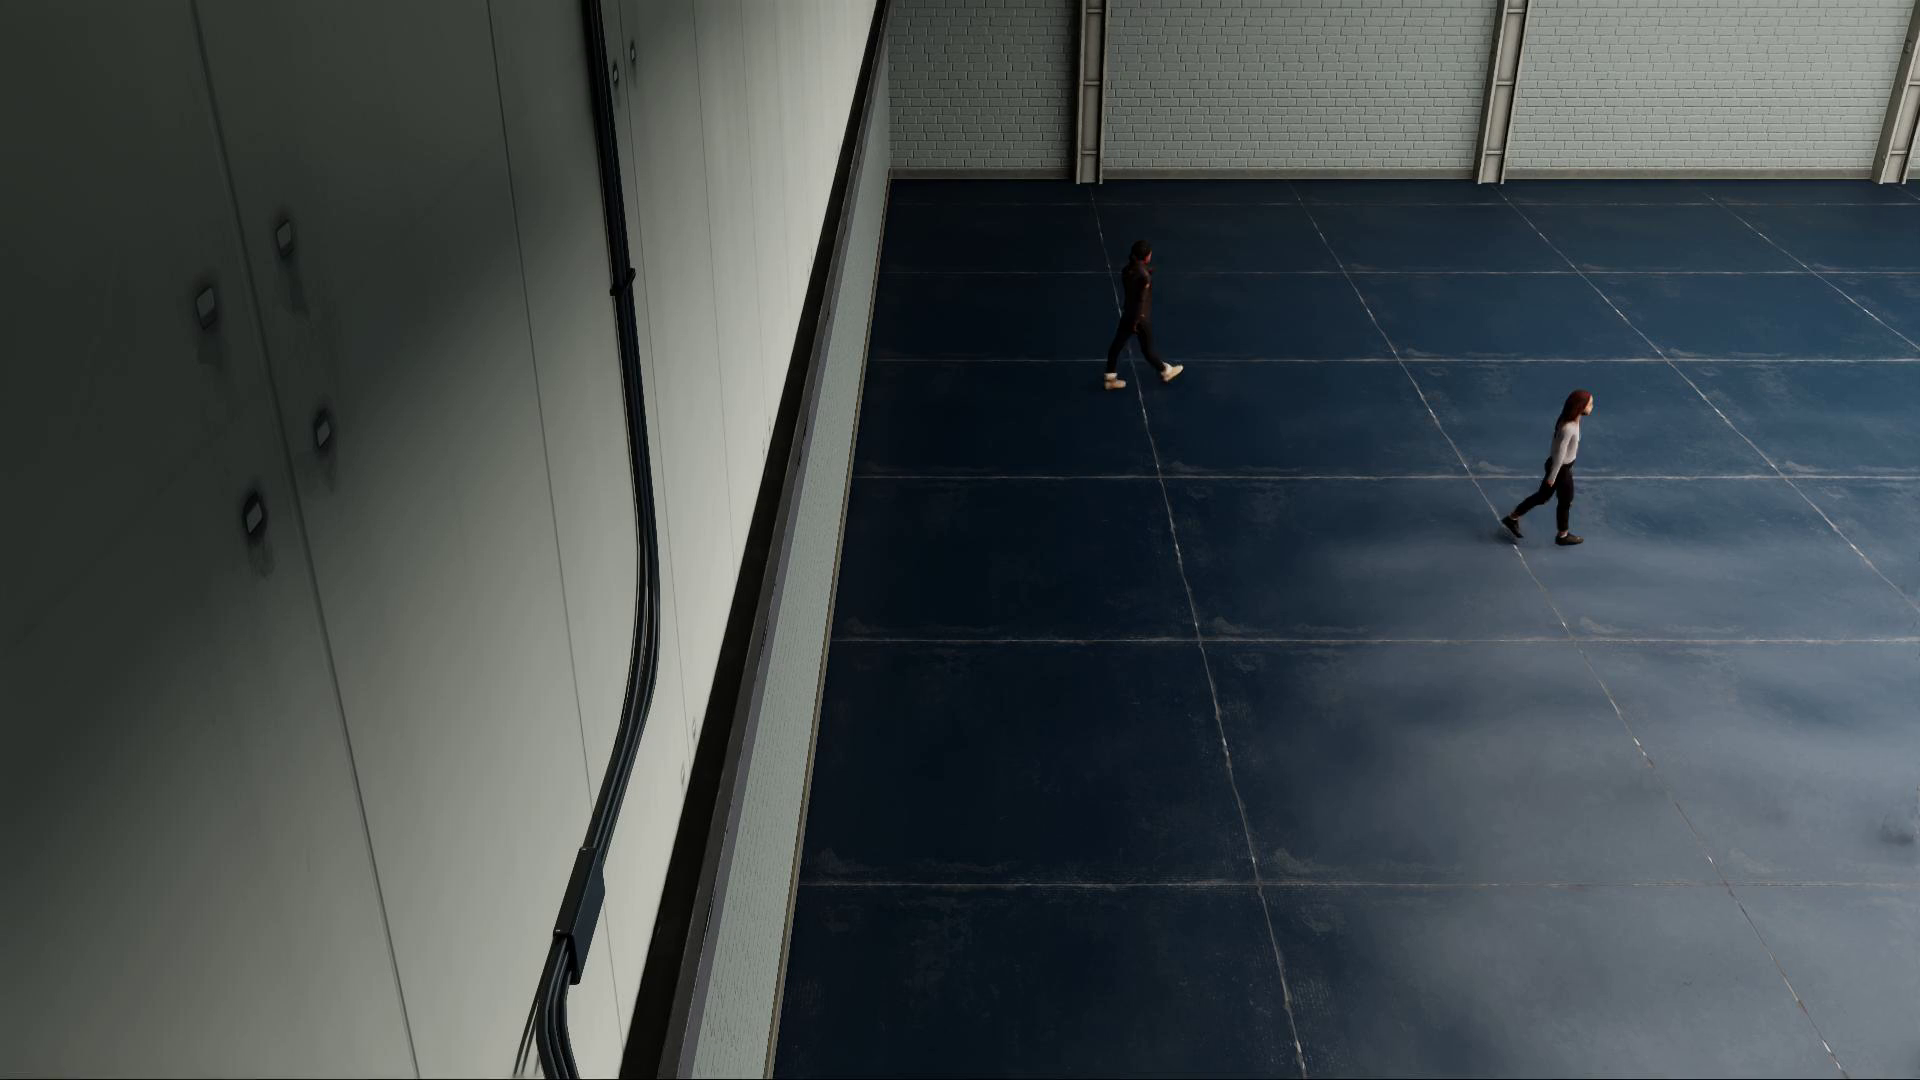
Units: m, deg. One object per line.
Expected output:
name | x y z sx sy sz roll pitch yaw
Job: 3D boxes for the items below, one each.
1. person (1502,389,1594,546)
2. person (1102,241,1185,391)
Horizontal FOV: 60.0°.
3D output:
person | 5.134 -0.629 14.477 0.986 1.456 0.718 11 30 20
person | 1.972 -2.357 17.542 1.160 1.624 0.927 -10 30 -18
